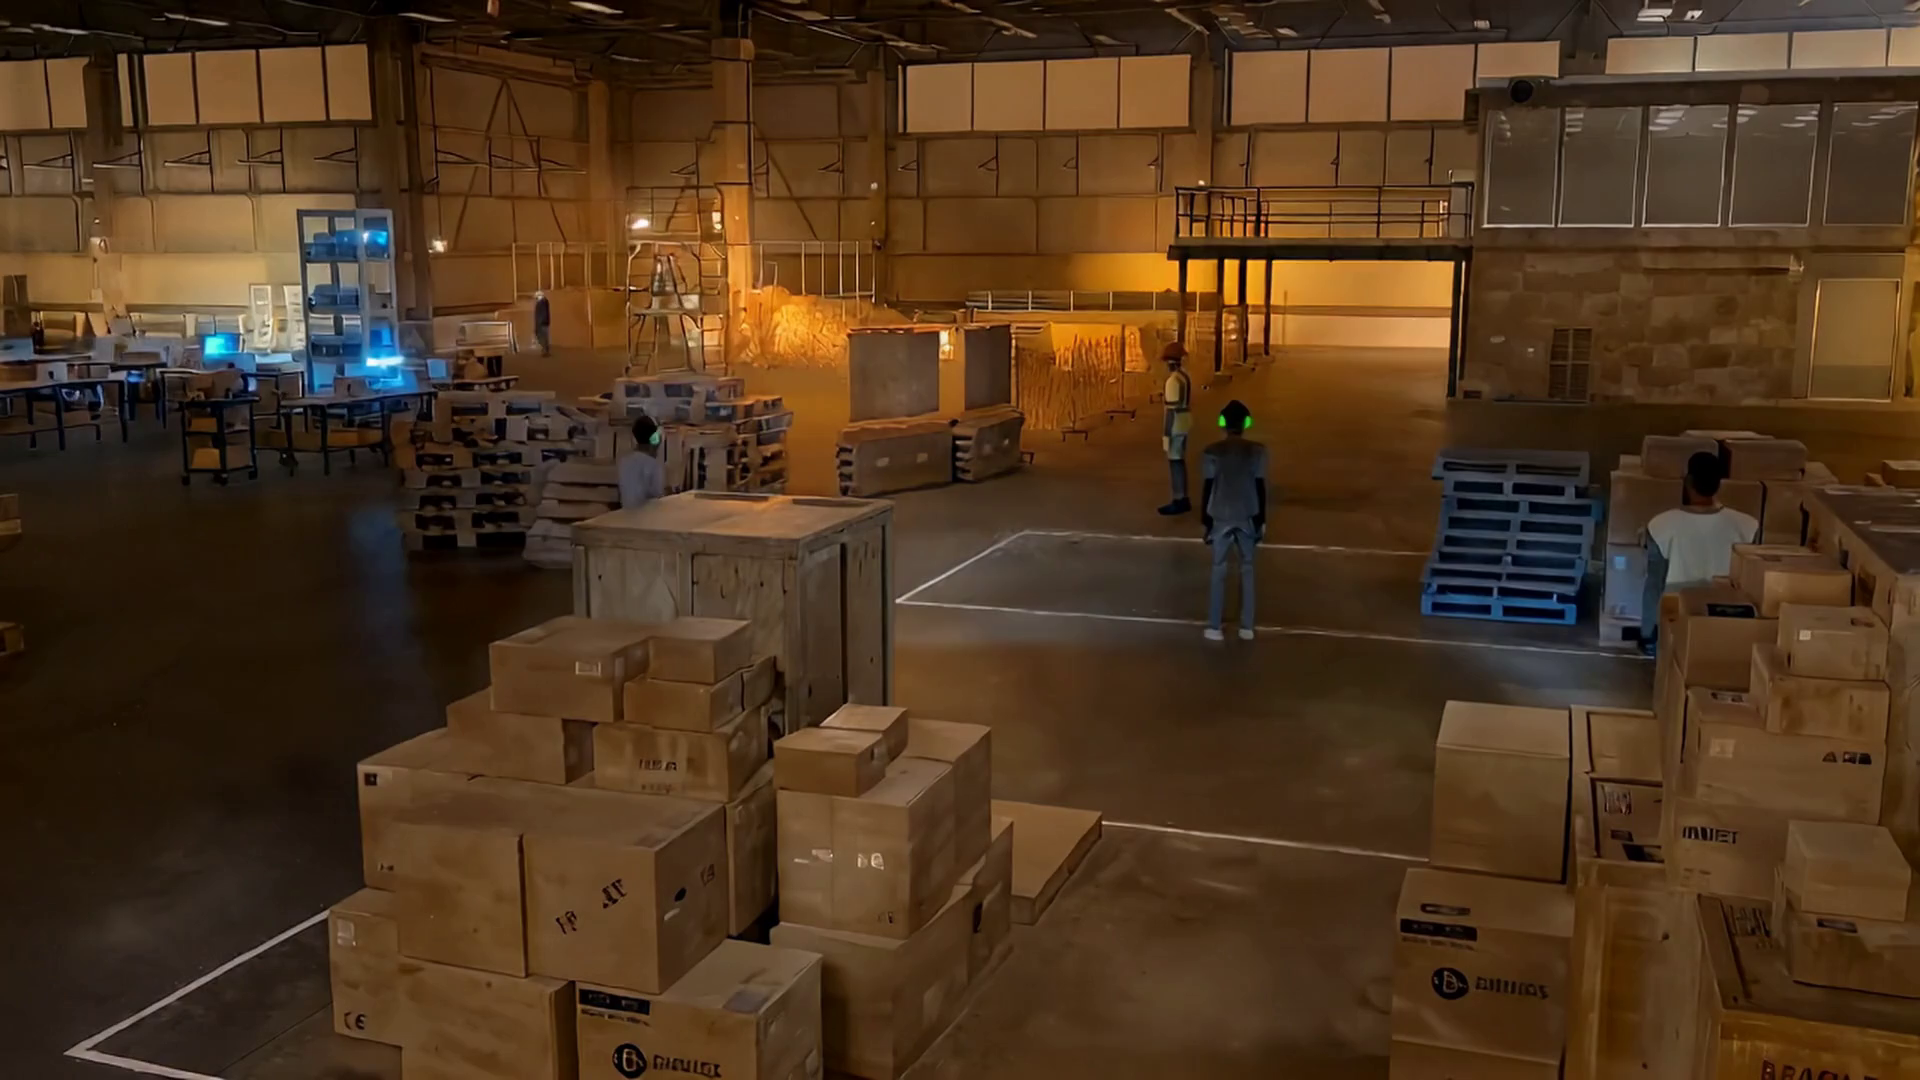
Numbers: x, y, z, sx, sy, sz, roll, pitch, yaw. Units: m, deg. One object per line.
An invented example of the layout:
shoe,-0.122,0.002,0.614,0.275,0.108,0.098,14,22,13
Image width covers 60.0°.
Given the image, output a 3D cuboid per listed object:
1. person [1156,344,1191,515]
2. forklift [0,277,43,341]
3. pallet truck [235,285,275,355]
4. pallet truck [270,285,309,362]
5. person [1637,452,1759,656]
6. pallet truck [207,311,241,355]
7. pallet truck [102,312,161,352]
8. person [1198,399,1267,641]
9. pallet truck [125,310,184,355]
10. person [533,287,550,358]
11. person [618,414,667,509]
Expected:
person,2.408,-1.242,18.772,0.385,1.930,0.539,4,11,22
forklift,-27.151,-6.329,46.328,1.157,1.987,2.680,3,11,17
pallet truck,-18.327,-5.835,44.421,0.823,1.965,1.885,4,11,23
pallet truck,-17.147,-5.700,43.663,0.823,1.965,1.885,3,11,17
person,4.030,0.472,9.116,0.593,1.921,0.388,1,10,3
pallet truck,-19.537,-5.575,44.913,0.653,1.274,1.630,3,11,19
pallet truck,-23.057,-5.777,46.261,0.680,1.201,1.601,3,11,19
person,2.089,-0.146,12.780,0.511,1.862,0.321,0,10,2
pallet truck,-22.038,-5.665,45.457,0.704,1.261,1.522,3,11,17
person,-11.240,-5.830,44.686,0.424,1.894,0.643,-8,13,-37
person,-2.204,0.000,12.030,0.541,1.826,0.925,7,12,36
